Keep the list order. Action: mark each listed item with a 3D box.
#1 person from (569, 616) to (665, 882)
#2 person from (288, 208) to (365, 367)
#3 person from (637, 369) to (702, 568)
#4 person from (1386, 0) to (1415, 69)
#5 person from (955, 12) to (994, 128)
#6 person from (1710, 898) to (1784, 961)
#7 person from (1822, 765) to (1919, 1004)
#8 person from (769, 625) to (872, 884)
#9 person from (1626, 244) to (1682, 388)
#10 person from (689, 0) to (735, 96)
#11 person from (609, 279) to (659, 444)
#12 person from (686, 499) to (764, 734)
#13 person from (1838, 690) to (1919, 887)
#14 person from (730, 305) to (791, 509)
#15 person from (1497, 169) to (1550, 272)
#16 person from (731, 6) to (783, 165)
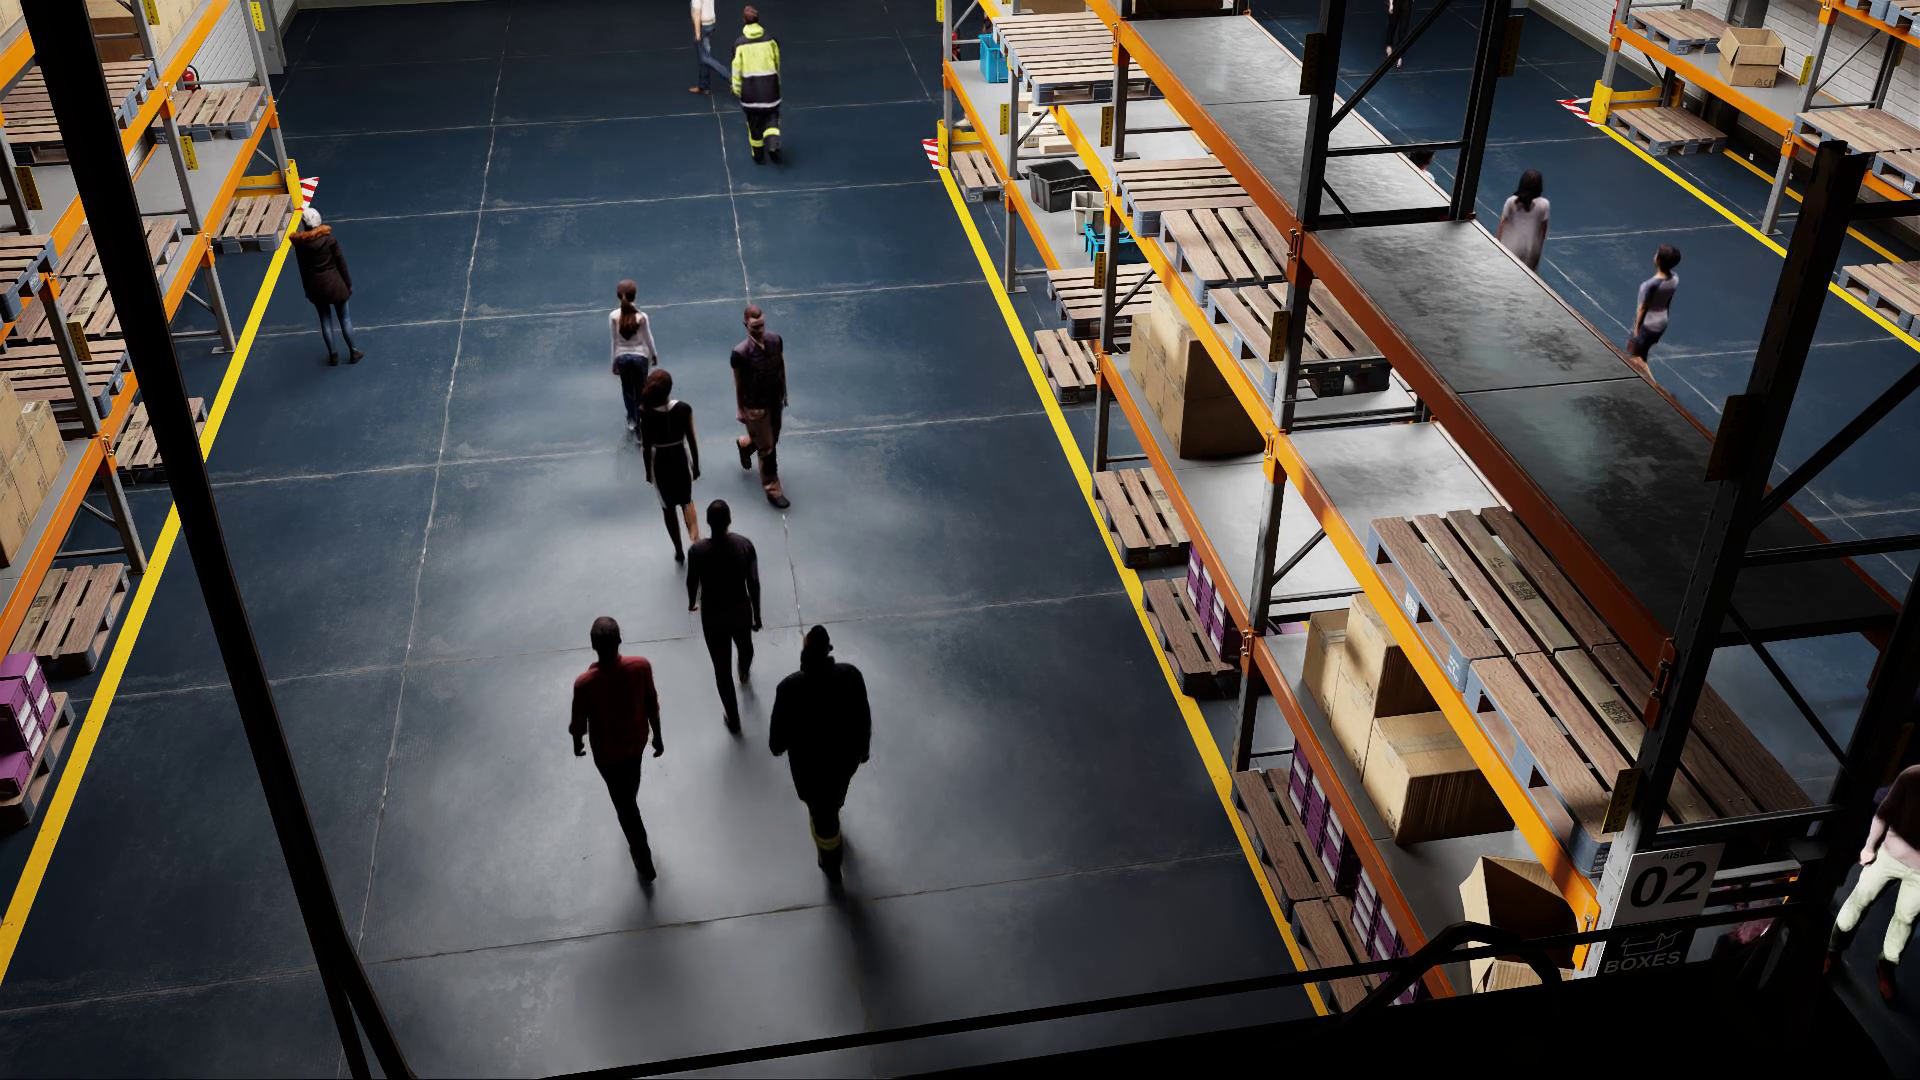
[{"bbox_3d":[-2.098,1.329,10.404,0.992,1.784,1.295,-17,37,-24],"label":"person"},{"bbox_3d":[-6.191,-2.482,16.274,0.618,1.633,0.589,-6,34,-9],"label":"person"},{"bbox_3d":[-2.258,-0.493,13.142,0.671,1.788,0.841,-12,35,-17],"label":"person"},{"bbox_3d":[6.386,-7.780,24.192,0.756,1.690,1.123,3,34,5],"label":"person"},{"bbox_3d":[0.251,-6.273,21.959,0.683,1.652,1.040,-27,42,-34],"label":"person"},{"bbox_3d":[4.088,2.467,8.859,0.628,1.600,0.764,-3,34,-5],"label":"person"},{"bbox_3d":[5.464,1.836,9.558,0.783,1.875,0.829,19,38,26],"label":"person"},{"bbox_3d":[-0.835,1.351,10.336,0.891,1.823,1.155,-11,35,-16],"label":"person"},{"bbox_3d":[6.547,-2.026,15.666,0.712,1.546,0.894,-16,37,-23],"label":"person"},{"bbox_3d":[-3.432,-7.011,22.905,1.041,1.836,1.117,11,35,15],"label":"person"},{"bbox_3d":[-2.966,-1.572,14.989,0.615,1.539,0.726,-1,34,-1],"label":"person"},{"bbox_3d":[-1.622,0.581,11.580,0.719,1.728,1.056,-10,35,-15],"label":"person"},{"bbox_3d":[5.778,1.476,10.254,1.020,1.705,1.045,-26,42,-34],"label":"person"},{"bbox_3d":[-1.751,-1.202,14.189,1.063,1.810,1.219,-29,43,-36],"label":"person"},{"bbox_3d":[5.740,-2.986,17.067,0.752,1.595,0.789,9,35,13],"label":"person"},{"bbox_3d":[-2.484,-5.607,20.674,0.829,1.967,0.876,-10,35,-15],"label":"person"}]
